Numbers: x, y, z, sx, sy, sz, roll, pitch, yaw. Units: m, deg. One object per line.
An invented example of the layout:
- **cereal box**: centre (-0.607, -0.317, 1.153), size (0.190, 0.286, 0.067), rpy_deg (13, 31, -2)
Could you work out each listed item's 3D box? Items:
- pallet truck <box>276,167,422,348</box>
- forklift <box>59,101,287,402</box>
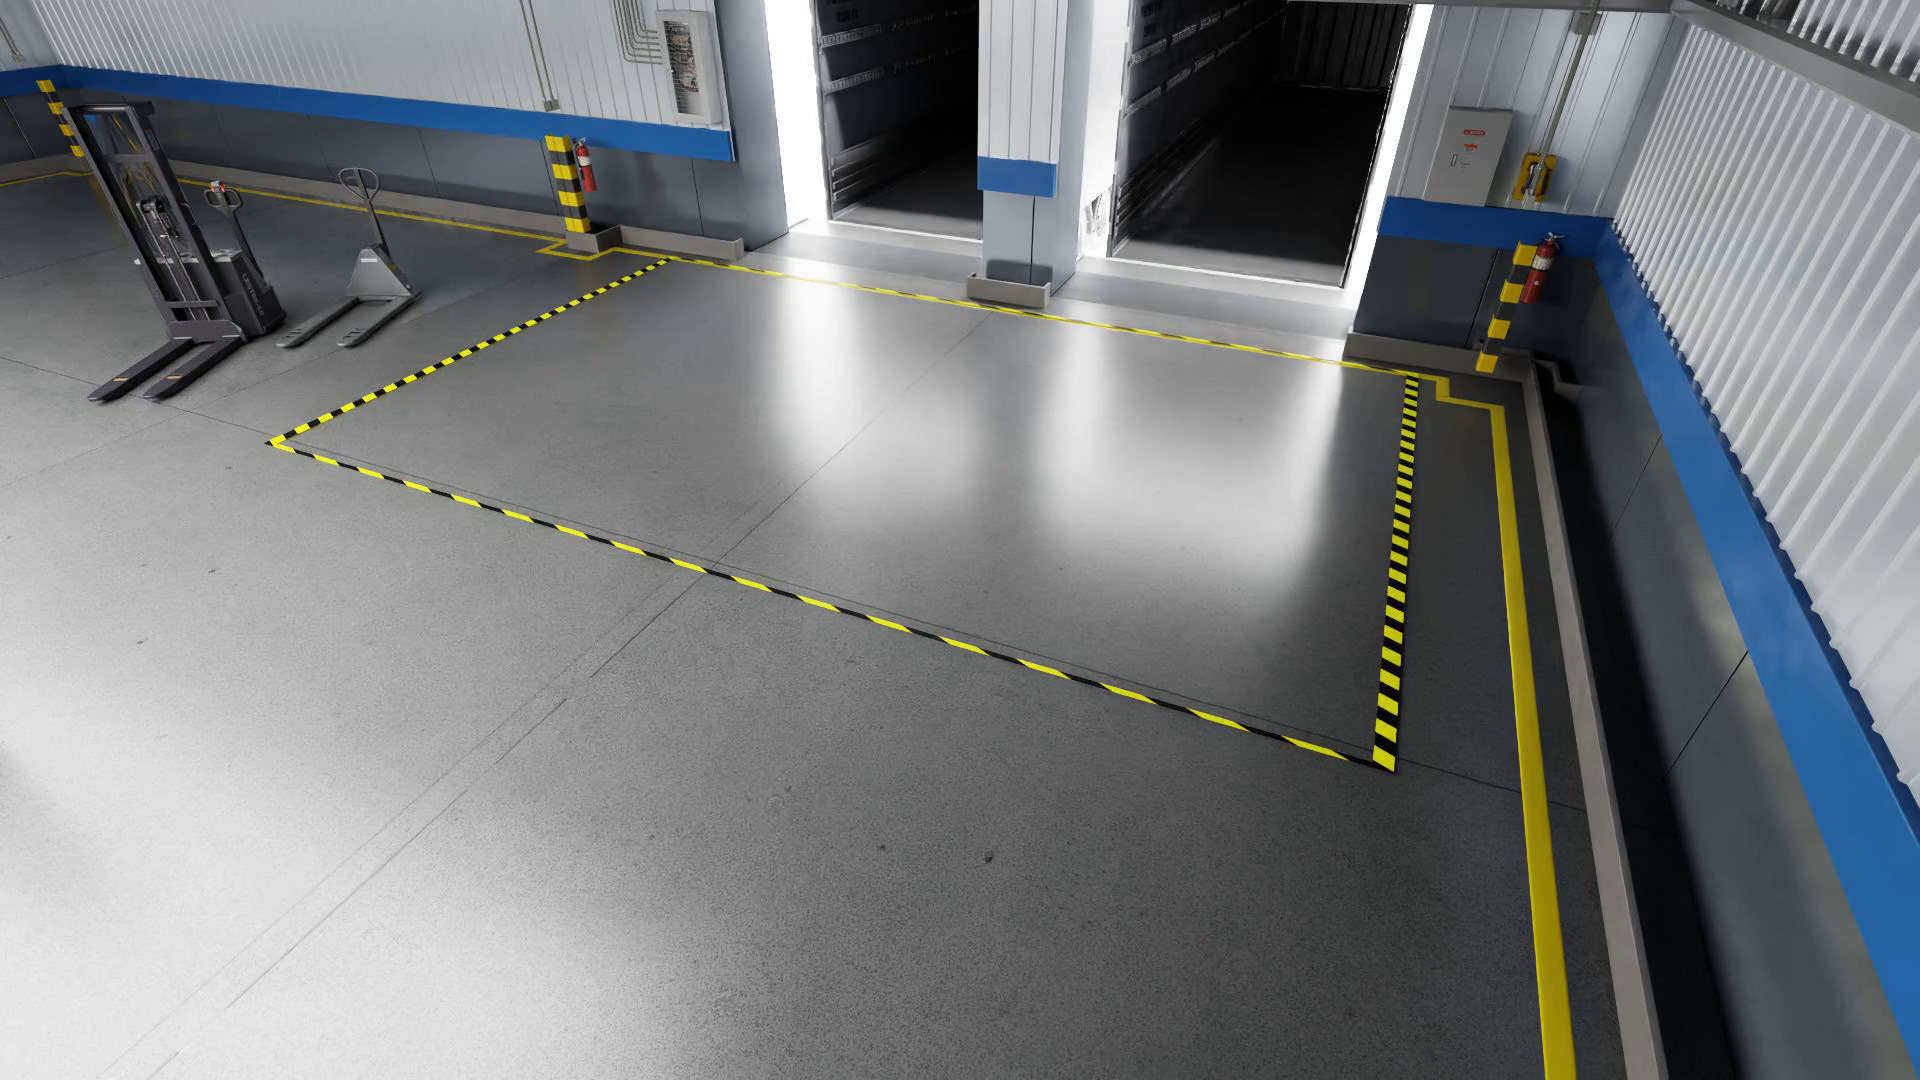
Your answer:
- **pallet truck**: centre (-5.732, -2.611, 8.414), size (0.680, 1.201, 1.601), rpy_deg (-1, 35, -1)
- **forklift**: centre (-6.686, -2.387, 7.434), size (0.823, 1.965, 1.885), rpy_deg (-3, 35, -5)
